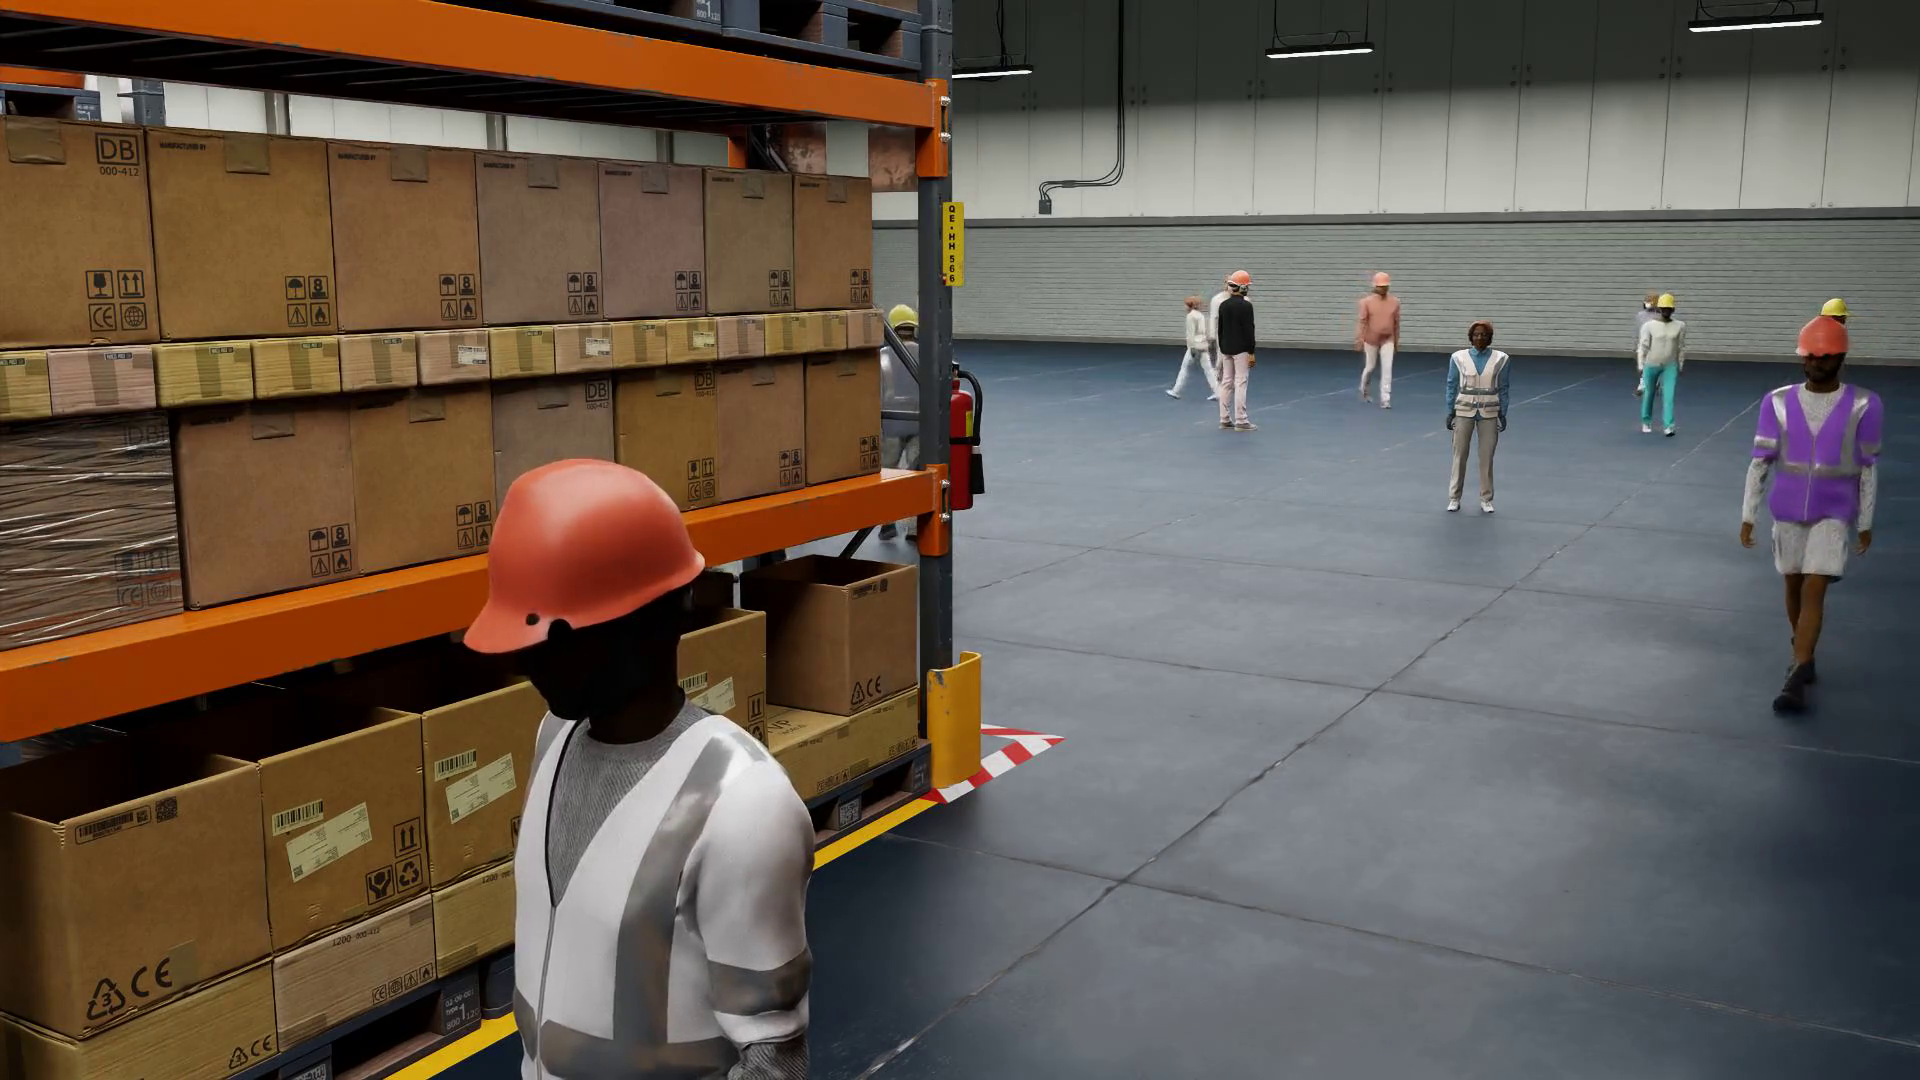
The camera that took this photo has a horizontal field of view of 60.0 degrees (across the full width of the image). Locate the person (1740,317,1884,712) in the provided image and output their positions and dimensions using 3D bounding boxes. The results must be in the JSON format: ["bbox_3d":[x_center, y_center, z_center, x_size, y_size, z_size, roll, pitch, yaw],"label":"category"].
[{"bbox_3d":[4.191,-0.155,8.206,0.564,1.889,0.993,7,12,37],"label":"person"}]

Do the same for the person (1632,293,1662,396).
[{"bbox_3d":[10.816,-3.063,26.046,0.790,1.605,0.504,-6,11,-32],"label":"person"}]

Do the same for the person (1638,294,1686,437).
[{"bbox_3d":[8.524,-2.124,20.228,0.549,1.715,0.924,2,10,11],"label":"person"}]

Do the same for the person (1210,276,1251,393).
[{"bbox_3d":[4.340,-3.306,26.705,0.681,1.874,0.782,0,10,1],"label":"person"}]

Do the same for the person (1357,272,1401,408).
[{"bbox_3d":[6.046,-2.901,24.096,0.640,1.961,0.896,0,10,-1],"label":"person"}]

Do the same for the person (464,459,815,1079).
[{"bbox_3d":[-0.436,0.846,2.216,0.374,1.928,0.543,-9,13,-44],"label":"person"}]

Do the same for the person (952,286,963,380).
[{"bbox_3d":[-0.371,-3.680,29.071,0.772,1.812,0.580,0,10,0],"label":"person"}]

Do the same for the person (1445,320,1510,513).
[{"bbox_3d":[4.399,-1.051,14.168,0.522,1.640,0.306,2,10,14],"label":"person"}]

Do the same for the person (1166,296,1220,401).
[{"bbox_3d":[3.577,-2.896,25.144,0.900,1.587,0.531,7,12,35],"label":"person"}]

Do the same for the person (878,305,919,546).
[{"bbox_3d":[-0.417,-0.865,12.596,0.598,1.810,0.552,-2,10,-12],"label":"person"}]

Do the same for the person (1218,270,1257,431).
[{"bbox_3d":[3.469,-2.358,20.779,0.379,1.995,0.612,-6,12,-33],"label":"person"}]

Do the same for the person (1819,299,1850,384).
[{"bbox_3d":[8.389,-1.442,16.087,0.533,1.768,0.310,-7,12,-34],"label":"person"}]

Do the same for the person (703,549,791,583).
[{"bbox_3d":[-1.464,-0.610,11.198,0.574,1.789,0.943,5,11,27],"label":"person"}]
